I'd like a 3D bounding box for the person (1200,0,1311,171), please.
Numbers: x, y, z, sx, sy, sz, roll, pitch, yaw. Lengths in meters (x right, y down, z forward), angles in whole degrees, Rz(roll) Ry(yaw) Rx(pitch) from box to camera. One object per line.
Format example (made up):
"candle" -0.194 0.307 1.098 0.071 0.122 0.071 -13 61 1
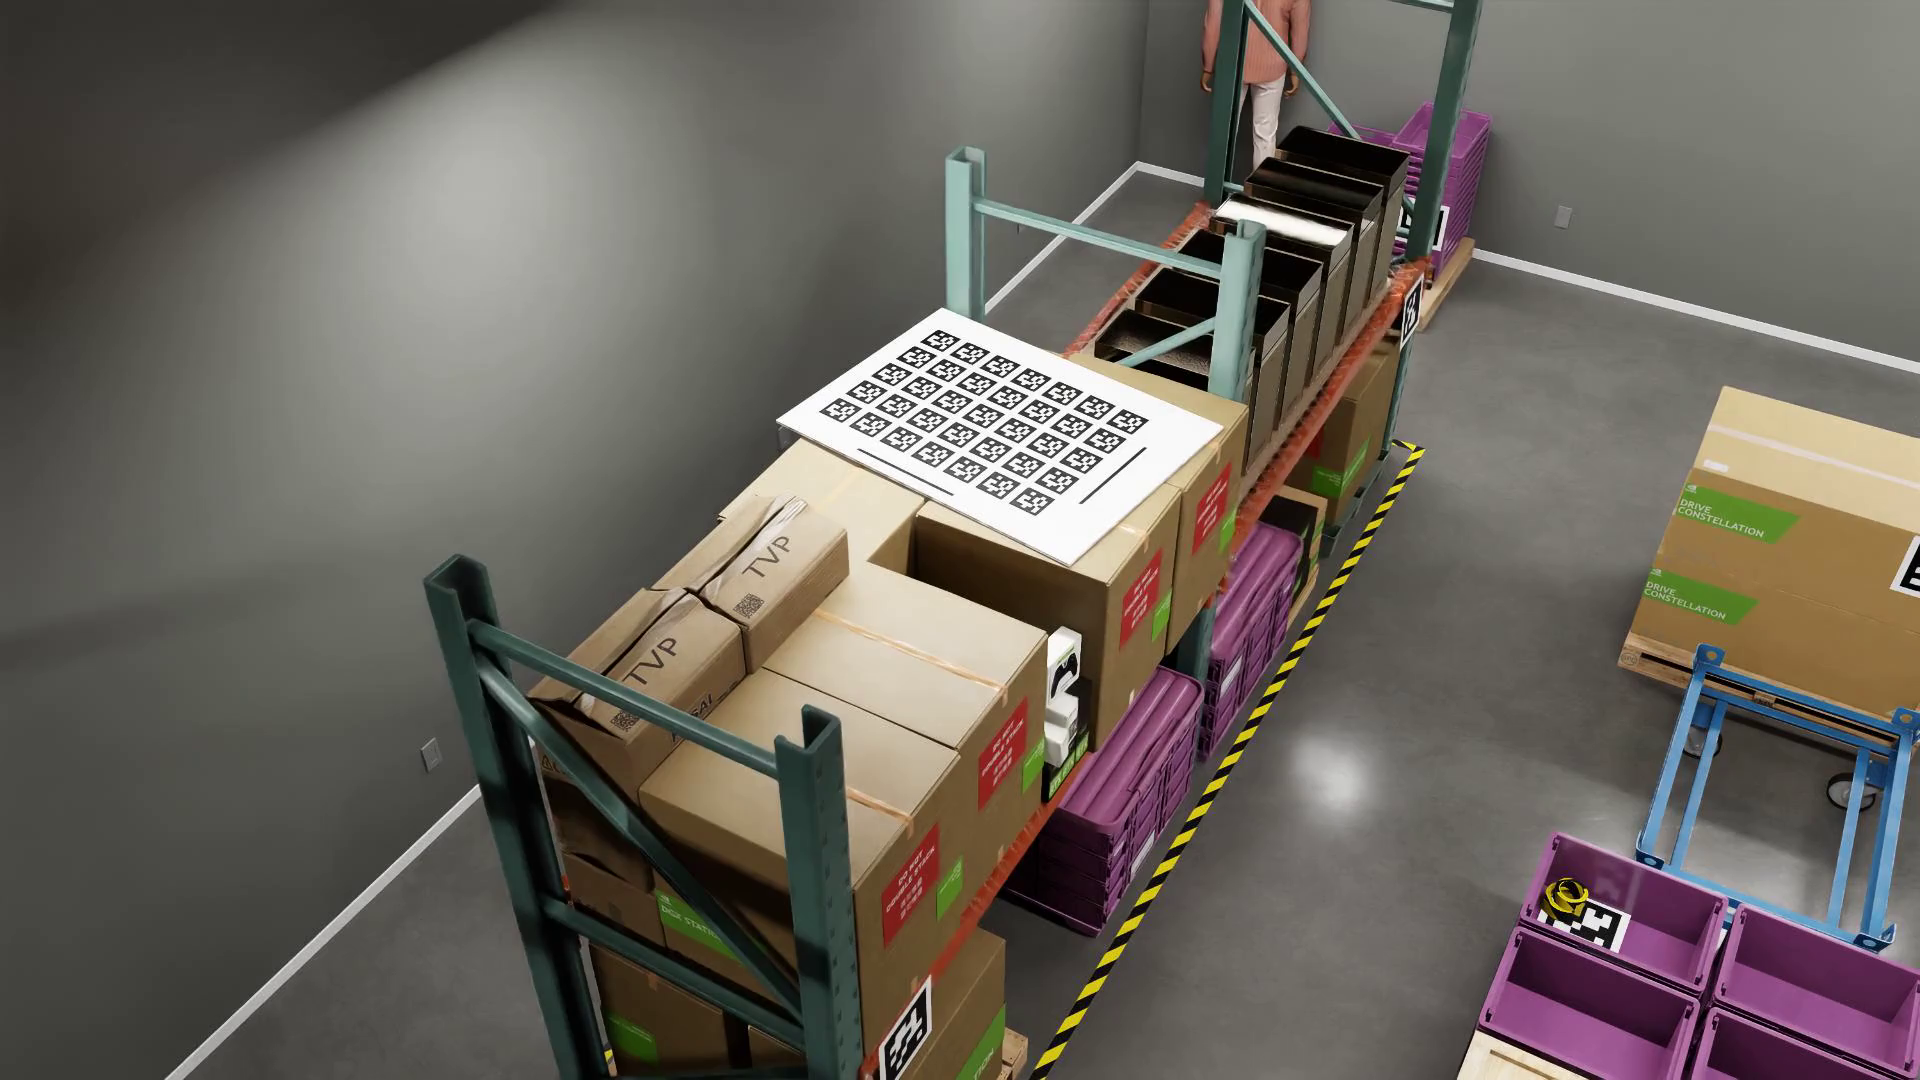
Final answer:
"person" 1.743 -2.833 9.930 0.622 1.994 0.381 4 40 4
